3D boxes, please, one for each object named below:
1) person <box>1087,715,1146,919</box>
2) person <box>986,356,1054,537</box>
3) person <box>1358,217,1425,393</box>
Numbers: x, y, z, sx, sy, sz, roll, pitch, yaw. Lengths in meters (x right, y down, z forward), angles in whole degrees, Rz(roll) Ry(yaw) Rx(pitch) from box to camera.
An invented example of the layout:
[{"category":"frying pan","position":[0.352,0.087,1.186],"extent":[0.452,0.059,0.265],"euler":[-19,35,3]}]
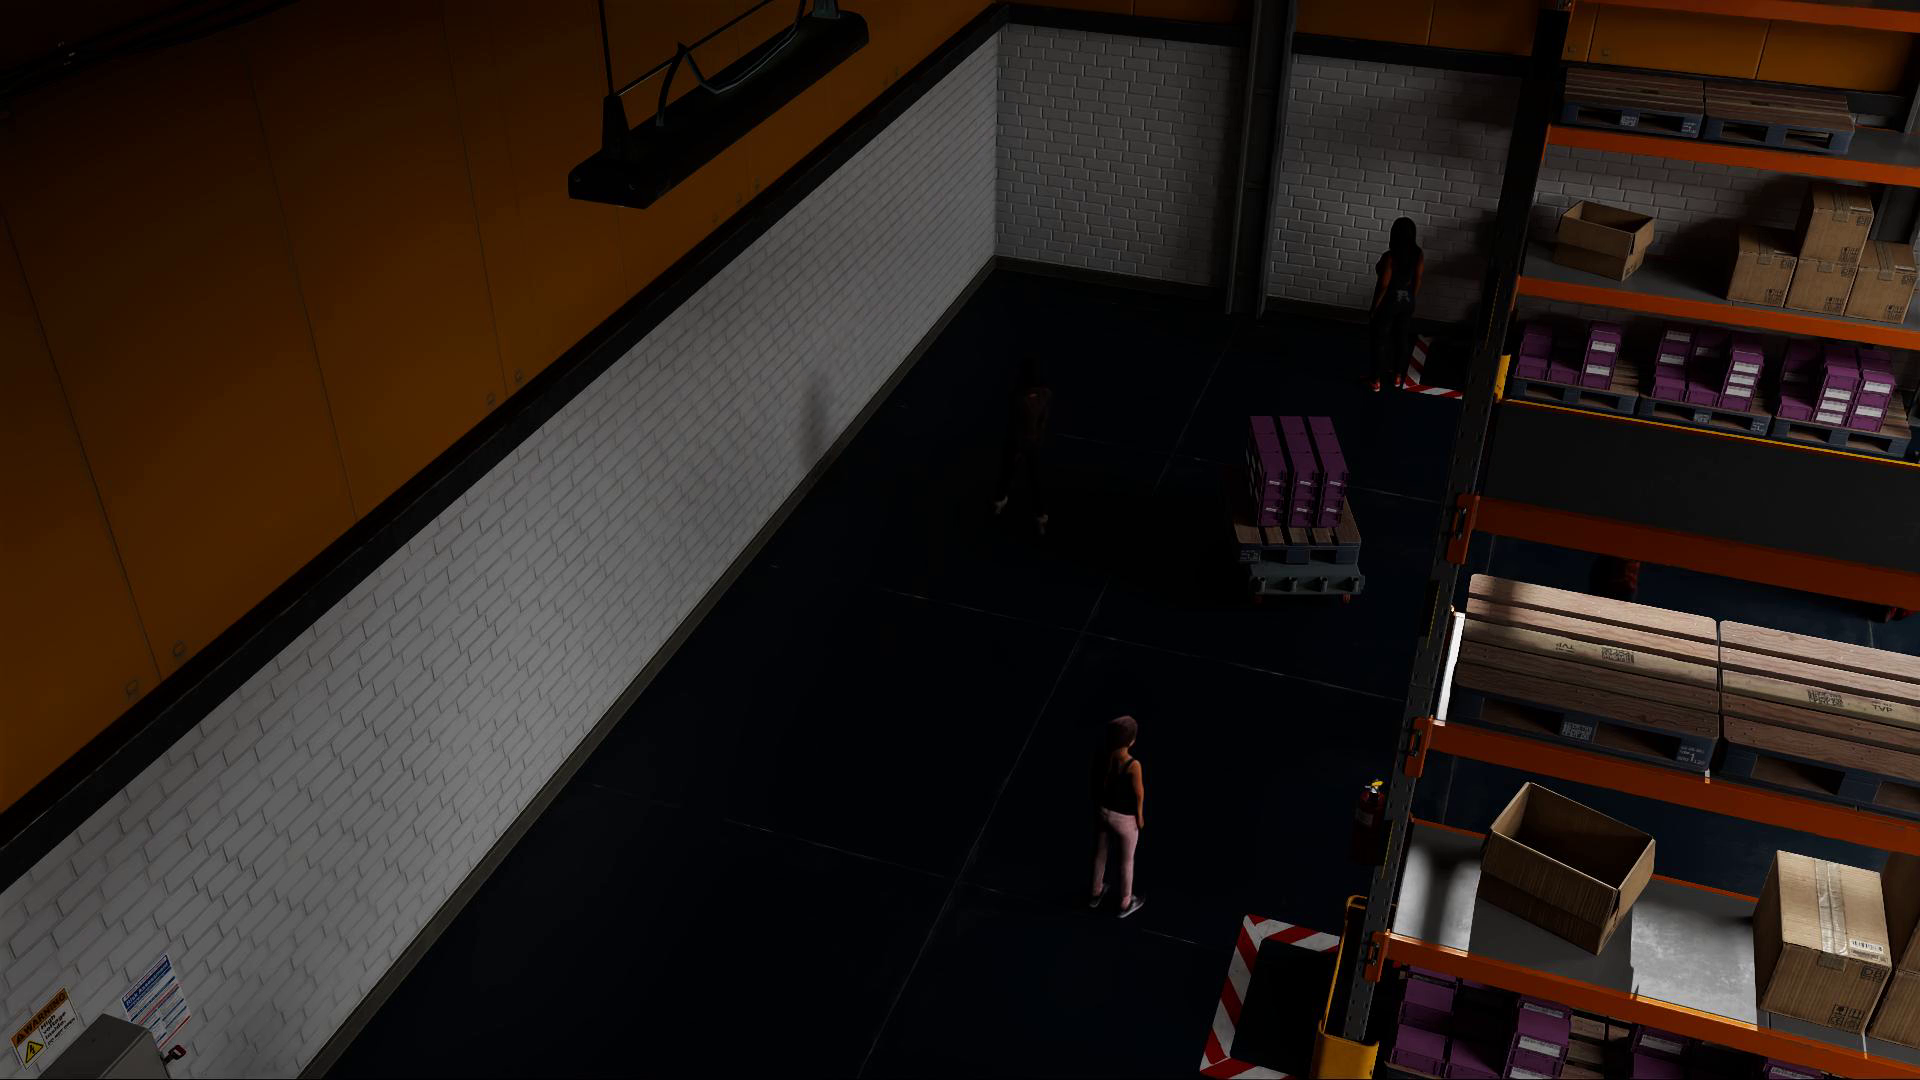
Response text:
[{"category":"person","position":[0.990,1.738,10.551],"extent":[0.513,1.564,0.643],"euler":[21,39,28]},{"category":"person","position":[0.529,-0.921,14.469],"extent":[1.045,1.655,1.037],"euler":[-18,38,-25]},{"category":"person","position":[4.291,-2.338,16.457],"extent":[0.764,1.815,0.841],"euler":[-11,35,-16]}]
